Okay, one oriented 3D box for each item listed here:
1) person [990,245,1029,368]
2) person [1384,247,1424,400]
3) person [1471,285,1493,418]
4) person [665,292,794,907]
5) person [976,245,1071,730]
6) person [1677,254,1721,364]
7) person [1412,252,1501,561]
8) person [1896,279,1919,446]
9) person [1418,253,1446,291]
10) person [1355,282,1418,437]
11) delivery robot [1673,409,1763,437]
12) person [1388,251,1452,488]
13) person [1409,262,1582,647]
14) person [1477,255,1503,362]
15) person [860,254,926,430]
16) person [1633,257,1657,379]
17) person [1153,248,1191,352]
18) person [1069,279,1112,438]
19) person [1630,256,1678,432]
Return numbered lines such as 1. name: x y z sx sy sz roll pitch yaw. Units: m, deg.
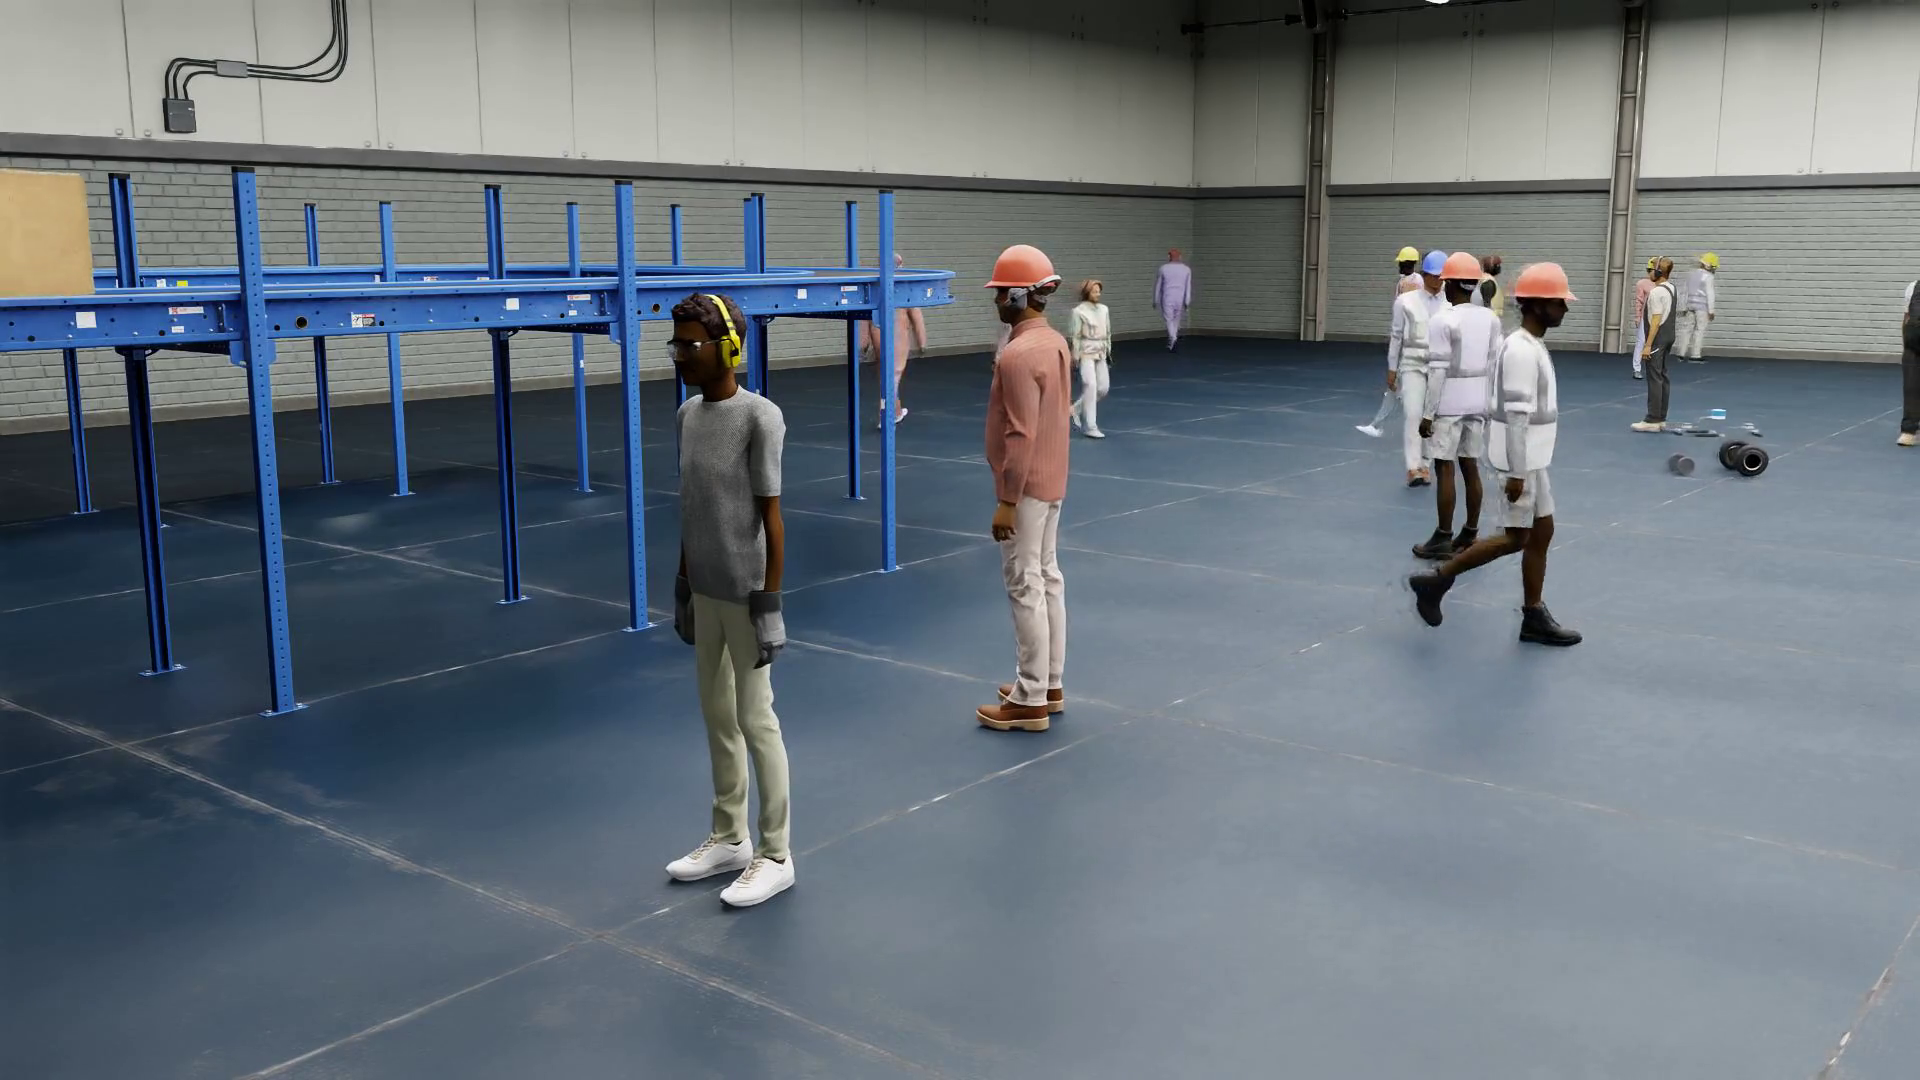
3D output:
1. person: 0.904 -3.513 25.343 1.029 1.949 0.614 8 13 39
2. person: 5.705 -2.772 21.262 0.365 1.930 0.585 -1 10 -8
3. person: 4.920 -1.789 15.935 0.921 1.901 0.648 -1 10 -5
4. person: -0.715 0.178 5.122 0.318 1.865 0.520 -10 14 -44
5. person: 0.271 -0.219 6.935 0.385 1.993 0.624 4 11 19
6. person: 12.217 -3.826 27.509 0.424 1.793 0.732 -2 10 -12
7. person: 3.146 -0.849 10.586 0.547 1.938 0.359 -6 12 -29
8. person: 9.729 -1.957 16.560 0.914 2.000 0.684 -9 14 -41
9. person: 6.090 -2.835 21.844 0.602 1.843 0.969 -1 10 -5
10. person: 4.467 -1.792 16.775 0.843 1.591 0.519 -2 10 -10
11. delivery robot: 6.632 -1.027 14.543 0.698 0.223 0.335 1 10 7
12. person: 3.848 -1.378 13.564 0.640 1.913 0.808 0 10 3
13. person: 2.726 -0.424 8.327 0.764 1.918 0.549 4 11 23
14. person: 7.497 -3.087 23.381 0.944 1.795 0.626 1 10 5
15. person: -0.683 -2.122 17.840 0.670 1.859 0.960 5 11 25
16. person: 10.106 -3.239 24.310 0.527 1.768 0.313 -2 10 -12
17. person: 3.877 -4.375 30.302 0.652 1.873 0.887 -2 10 -10
18. person: 1.324 -1.880 17.171 0.531 1.622 0.533 10 14 43
19. person: 7.400 -2.081 17.673 0.345 1.846 0.508 9 14 41
